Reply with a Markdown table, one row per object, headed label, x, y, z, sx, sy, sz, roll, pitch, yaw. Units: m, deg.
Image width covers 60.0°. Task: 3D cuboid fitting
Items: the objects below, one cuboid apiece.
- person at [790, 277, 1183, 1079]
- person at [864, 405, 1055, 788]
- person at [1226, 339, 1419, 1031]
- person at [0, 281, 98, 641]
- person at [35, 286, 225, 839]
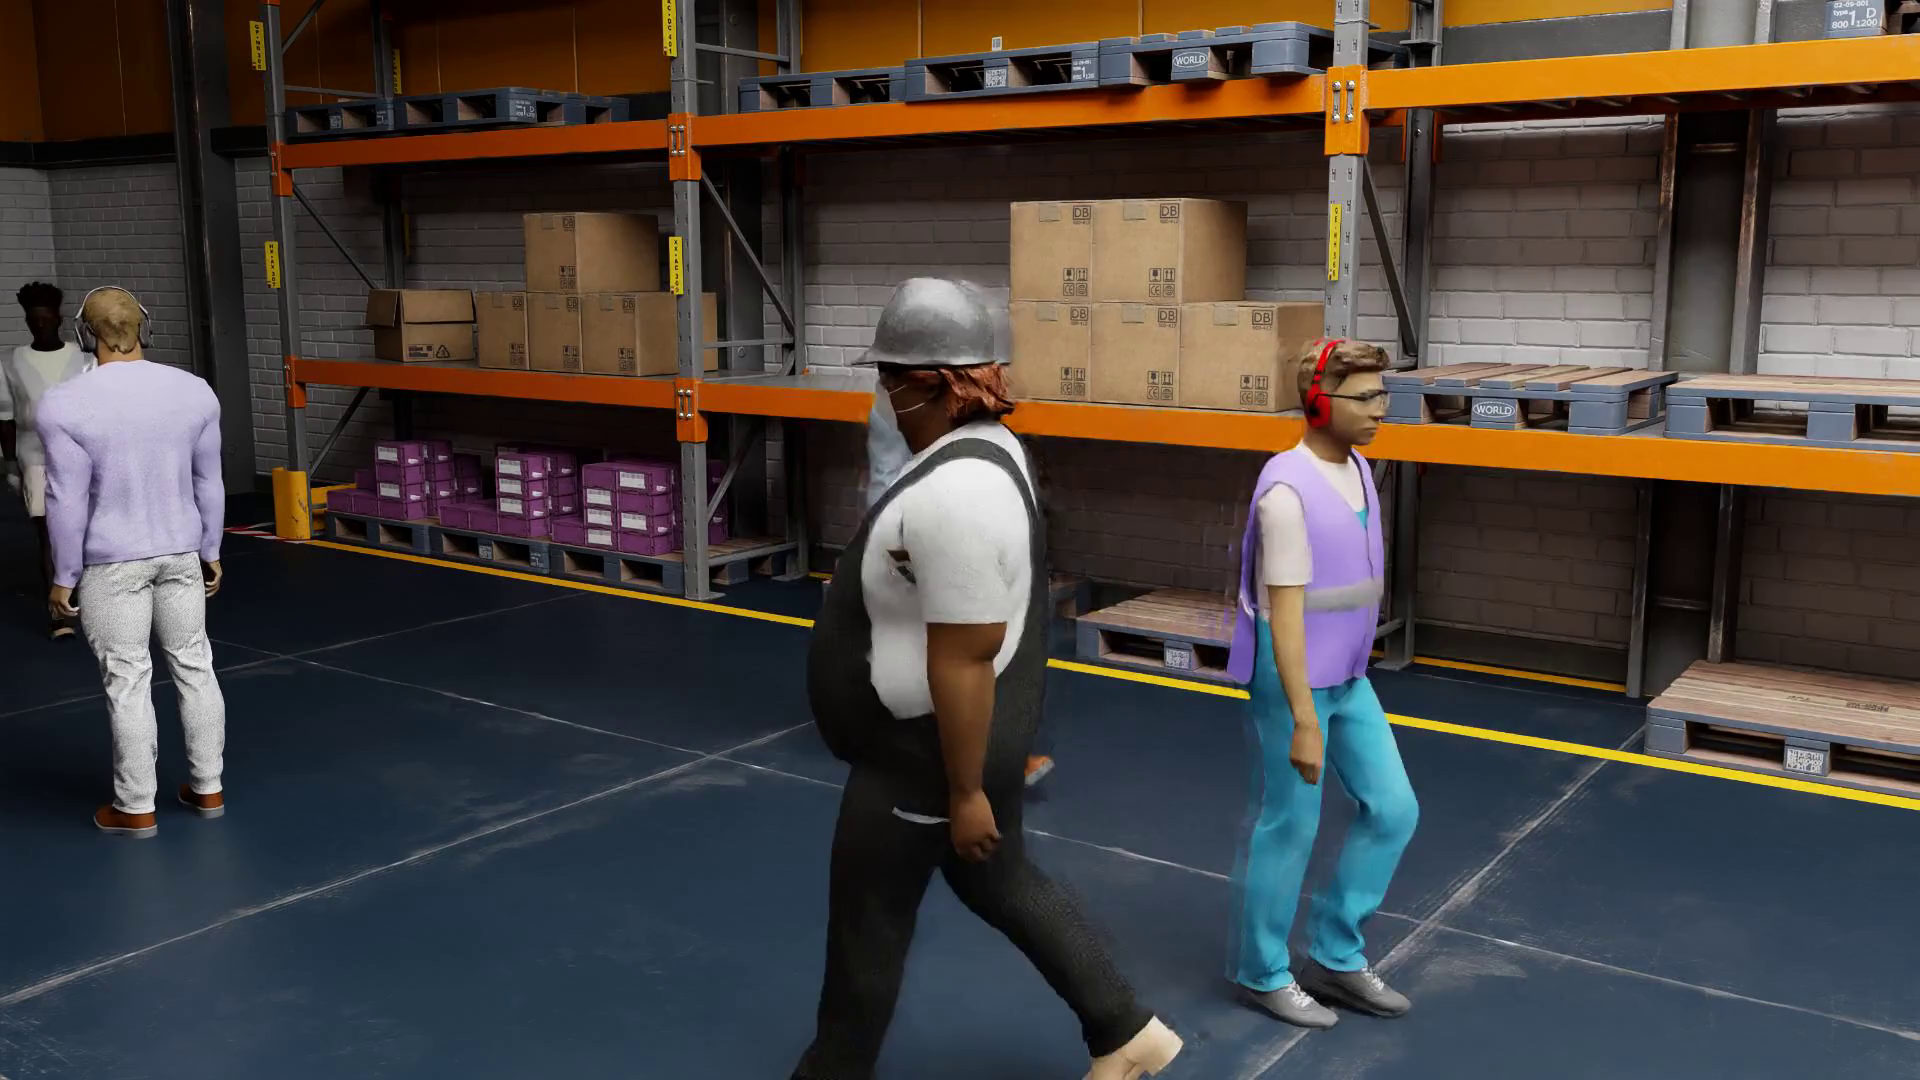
| label | x | y | z | sx | sy | sz | roll | pitch | yaw |
| --- | --- | --- | --- | --- | --- | --- | --- | --- | --- |
| person | 0.015 | 0.383 | 3.758 | 0.973 | 2.000 | 0.682 | 2 | 10 | 13 |
| person | -0.050 | 0.012 | 6.447 | 1.038 | 1.881 | 0.652 | 6 | 11 | 32 |
| person | 0.986 | 0.398 | 4.305 | 0.594 | 1.823 | 0.594 | 7 | 12 | 34 |
| person | -4.923 | -0.452 | 9.115 | 0.605 | 1.918 | 1.008 | -6 | 11 | -31 |
| person | -2.896 | 0.083 | 5.867 | 0.370 | 1.934 | 0.627 | 7 | 12 | 37 |
